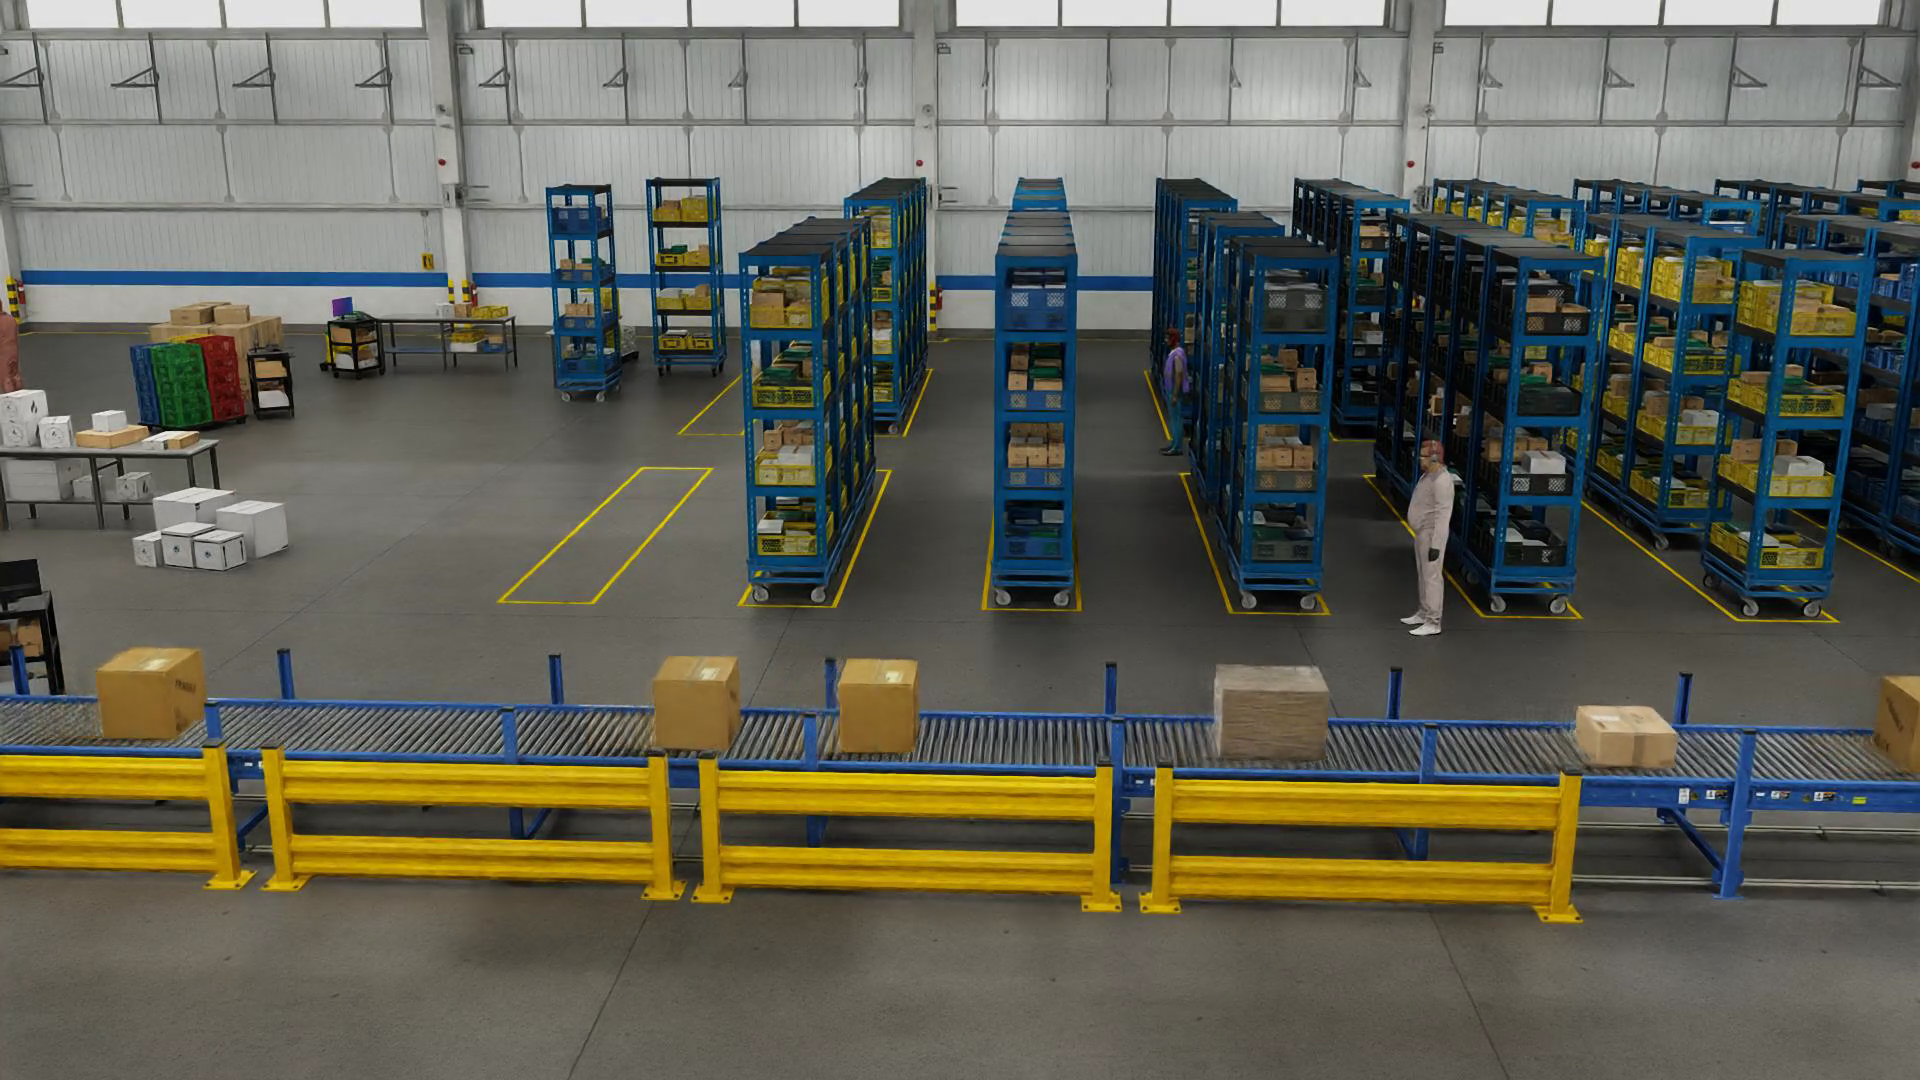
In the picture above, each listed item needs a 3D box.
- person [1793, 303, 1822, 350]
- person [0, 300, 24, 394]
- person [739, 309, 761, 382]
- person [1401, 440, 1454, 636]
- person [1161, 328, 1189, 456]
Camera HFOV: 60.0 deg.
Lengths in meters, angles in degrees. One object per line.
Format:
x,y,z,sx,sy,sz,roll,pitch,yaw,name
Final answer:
17.315,-4.755,33.842,0.914,1.782,0.601,0,15,-1,person
-15.537,-2.980,26.993,0.401,1.904,0.649,1,15,3,person
-3.319,-2.986,27.368,0.641,1.721,0.581,-8,17,-26,person
4.501,-0.026,16.029,0.401,1.904,0.649,1,15,3,person
3.111,-2.134,23.966,0.374,1.840,0.568,1,15,3,person
